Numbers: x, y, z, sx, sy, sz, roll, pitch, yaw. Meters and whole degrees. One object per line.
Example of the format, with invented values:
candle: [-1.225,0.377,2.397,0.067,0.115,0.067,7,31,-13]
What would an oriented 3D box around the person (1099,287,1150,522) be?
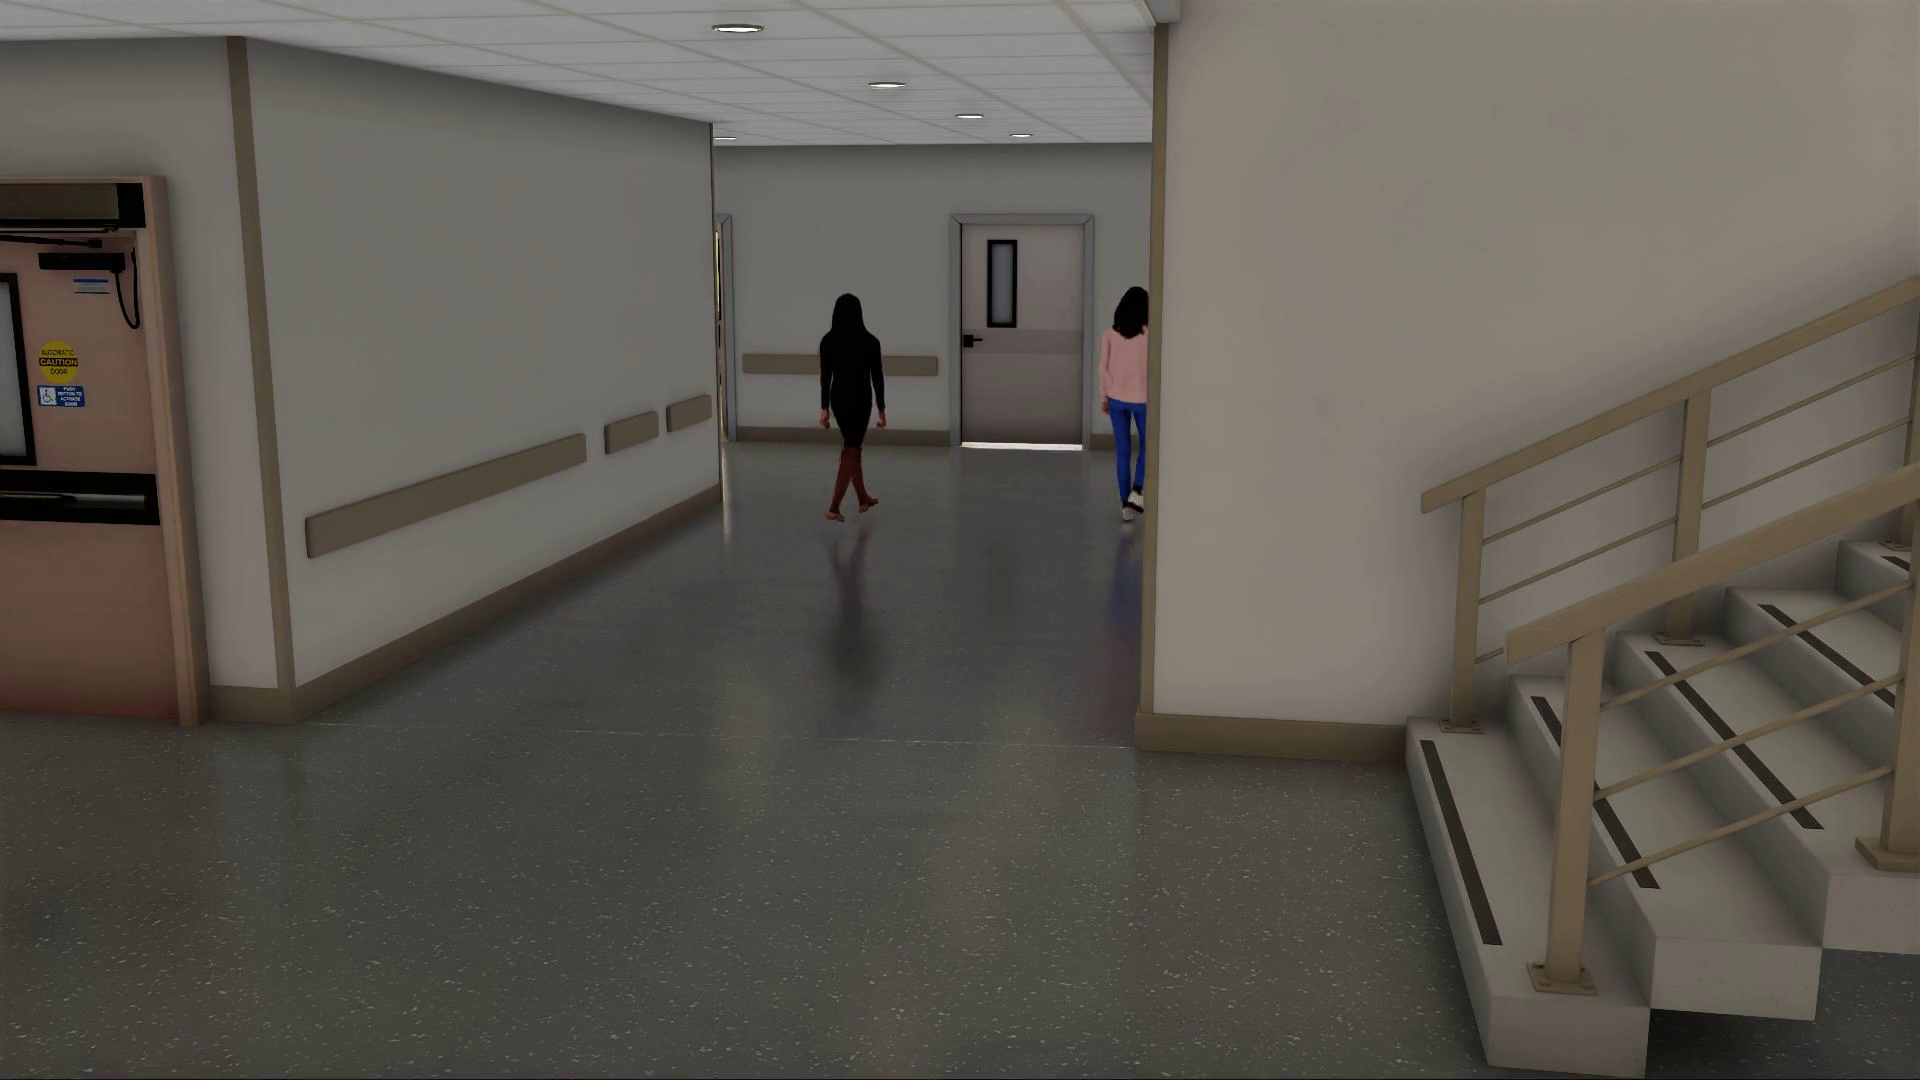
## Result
person: [1.255,-1.004,12.445,0.622,1.750,0.745,3,11,17]

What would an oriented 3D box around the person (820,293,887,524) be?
person: [-0.822,-0.917,12.207,1.204,1.669,0.830,4,11,18]
